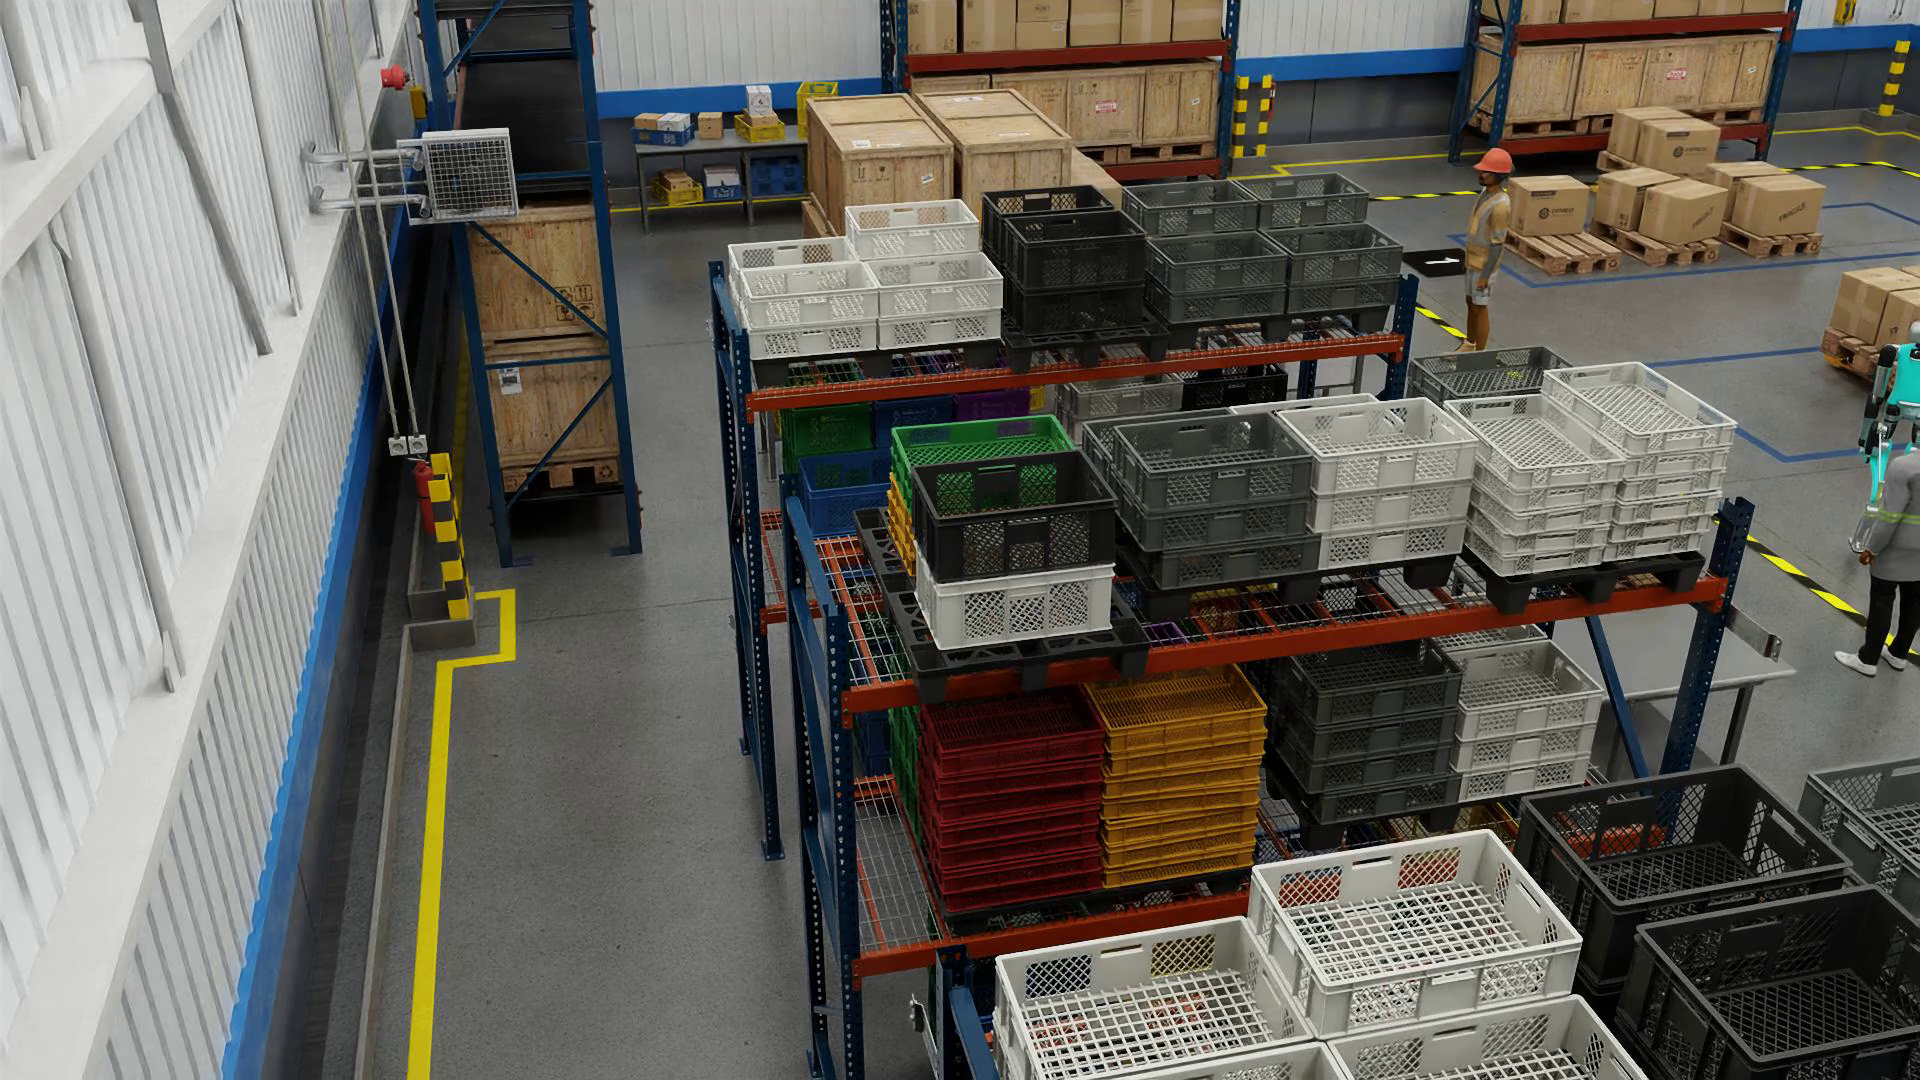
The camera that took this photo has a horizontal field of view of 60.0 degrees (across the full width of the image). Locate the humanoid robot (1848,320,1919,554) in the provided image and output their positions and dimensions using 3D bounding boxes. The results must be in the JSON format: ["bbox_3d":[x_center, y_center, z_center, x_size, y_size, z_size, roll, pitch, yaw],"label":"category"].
[{"bbox_3d":[6.516,-0.635,11.529,0.533,1.679,0.735,14,31,24],"label":"humanoid robot"}]

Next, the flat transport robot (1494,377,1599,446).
[{"bbox_3d":[4.780,-1.036,14.013,0.659,0.231,1.431,-6,28,-12],"label":"flat transport robot"}]

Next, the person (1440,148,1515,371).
[{"bbox_3d":[4.640,-2.482,14.851,0.365,2.048,0.607,0,28,1],"label":"person"}]

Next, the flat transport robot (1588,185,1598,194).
[{"bbox_3d":[8.425,-4.282,20.140,1.431,0.197,0.652,-6,28,-12],"label":"flat transport robot"}]

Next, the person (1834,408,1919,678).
[{"bbox_3d":[5.888,-0.014,10.375,0.597,1.850,0.397,-7,29,-13],"label":"person"}]

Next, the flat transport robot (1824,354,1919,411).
[{"bbox_3d":[8.473,-1.467,14.800,0.652,0.197,1.431,-6,28,-12],"label":"flat transport robot"}]
